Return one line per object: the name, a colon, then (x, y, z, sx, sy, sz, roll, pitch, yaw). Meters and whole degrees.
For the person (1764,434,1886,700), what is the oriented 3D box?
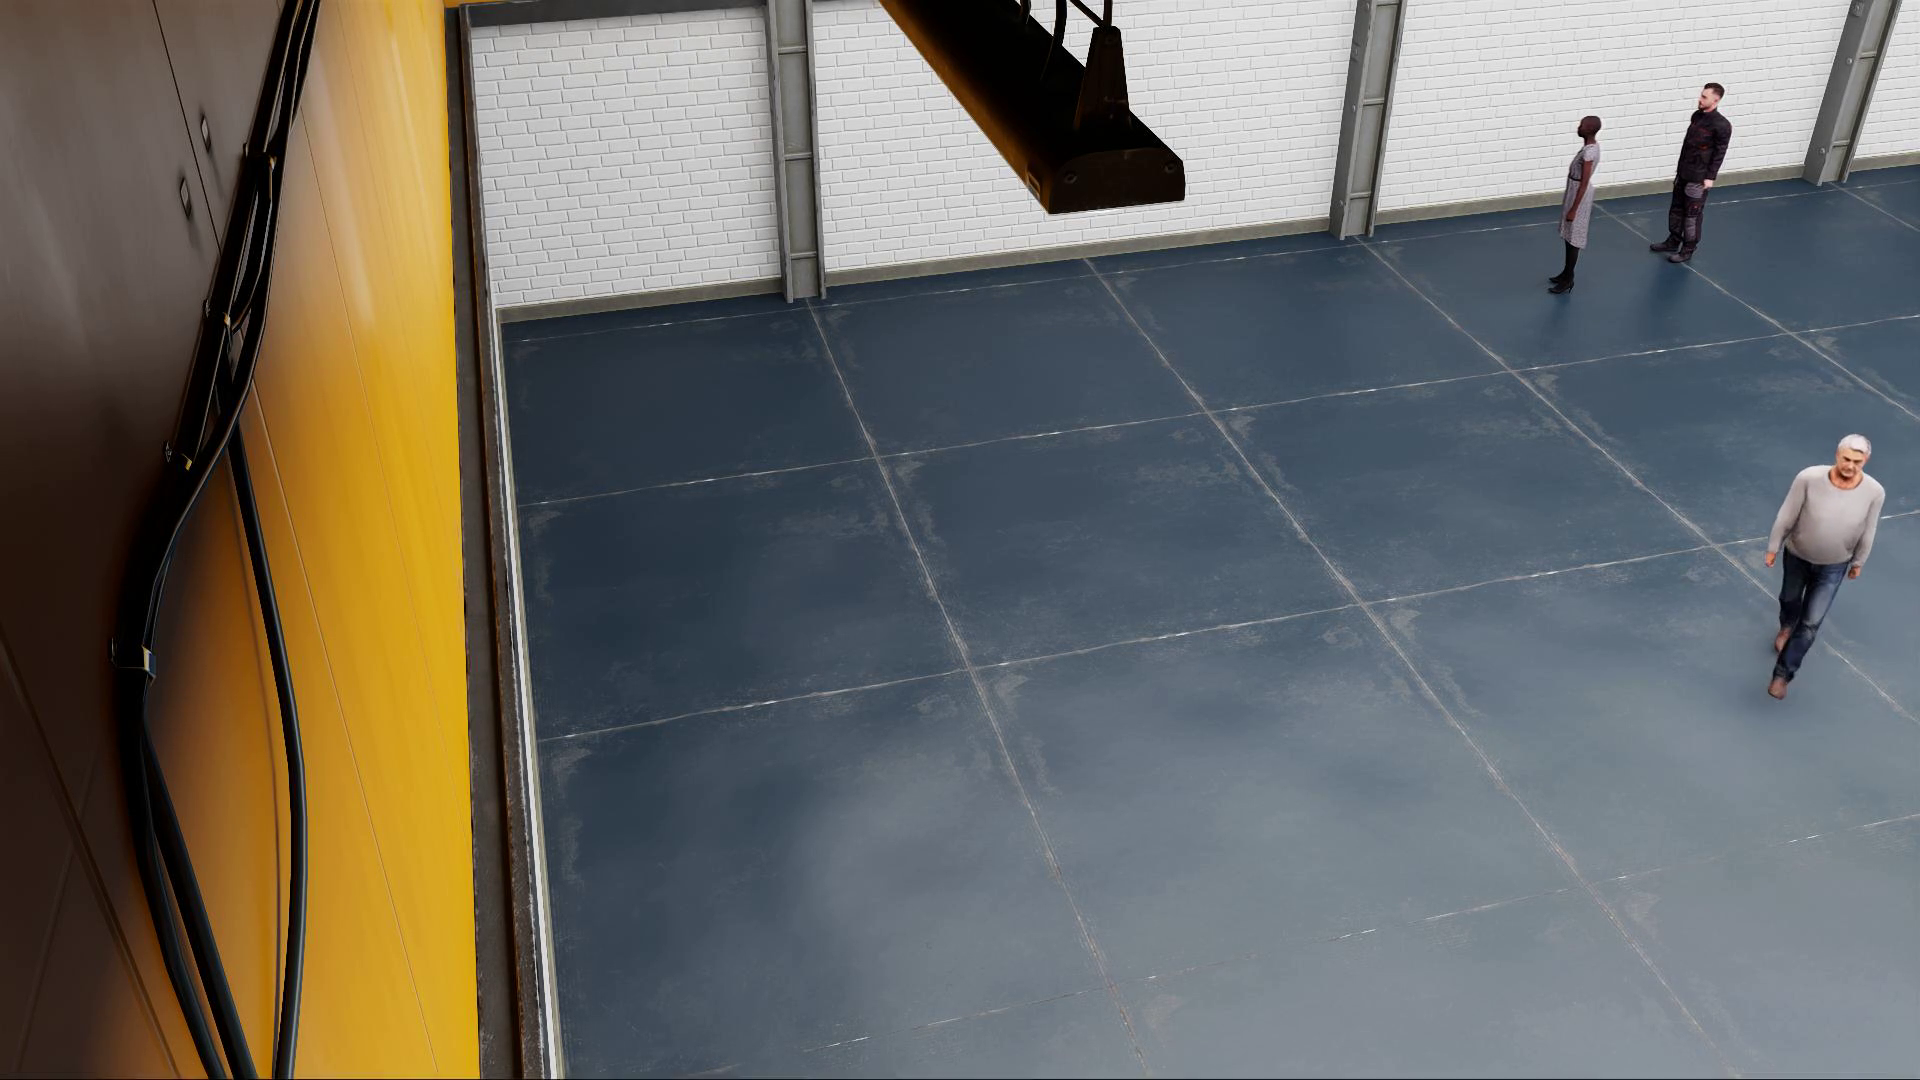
person: (5.767, 0.082, 11.195, 1.249, 1.859, 1.336, 20, 38, 27)

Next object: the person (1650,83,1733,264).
person: (7.532, -3.774, 17.002, 0.563, 1.854, 0.701, -8, 35, -12)

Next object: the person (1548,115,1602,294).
person: (6.061, -3.296, 16.342, 0.732, 1.787, 0.709, 12, 35, 17)
